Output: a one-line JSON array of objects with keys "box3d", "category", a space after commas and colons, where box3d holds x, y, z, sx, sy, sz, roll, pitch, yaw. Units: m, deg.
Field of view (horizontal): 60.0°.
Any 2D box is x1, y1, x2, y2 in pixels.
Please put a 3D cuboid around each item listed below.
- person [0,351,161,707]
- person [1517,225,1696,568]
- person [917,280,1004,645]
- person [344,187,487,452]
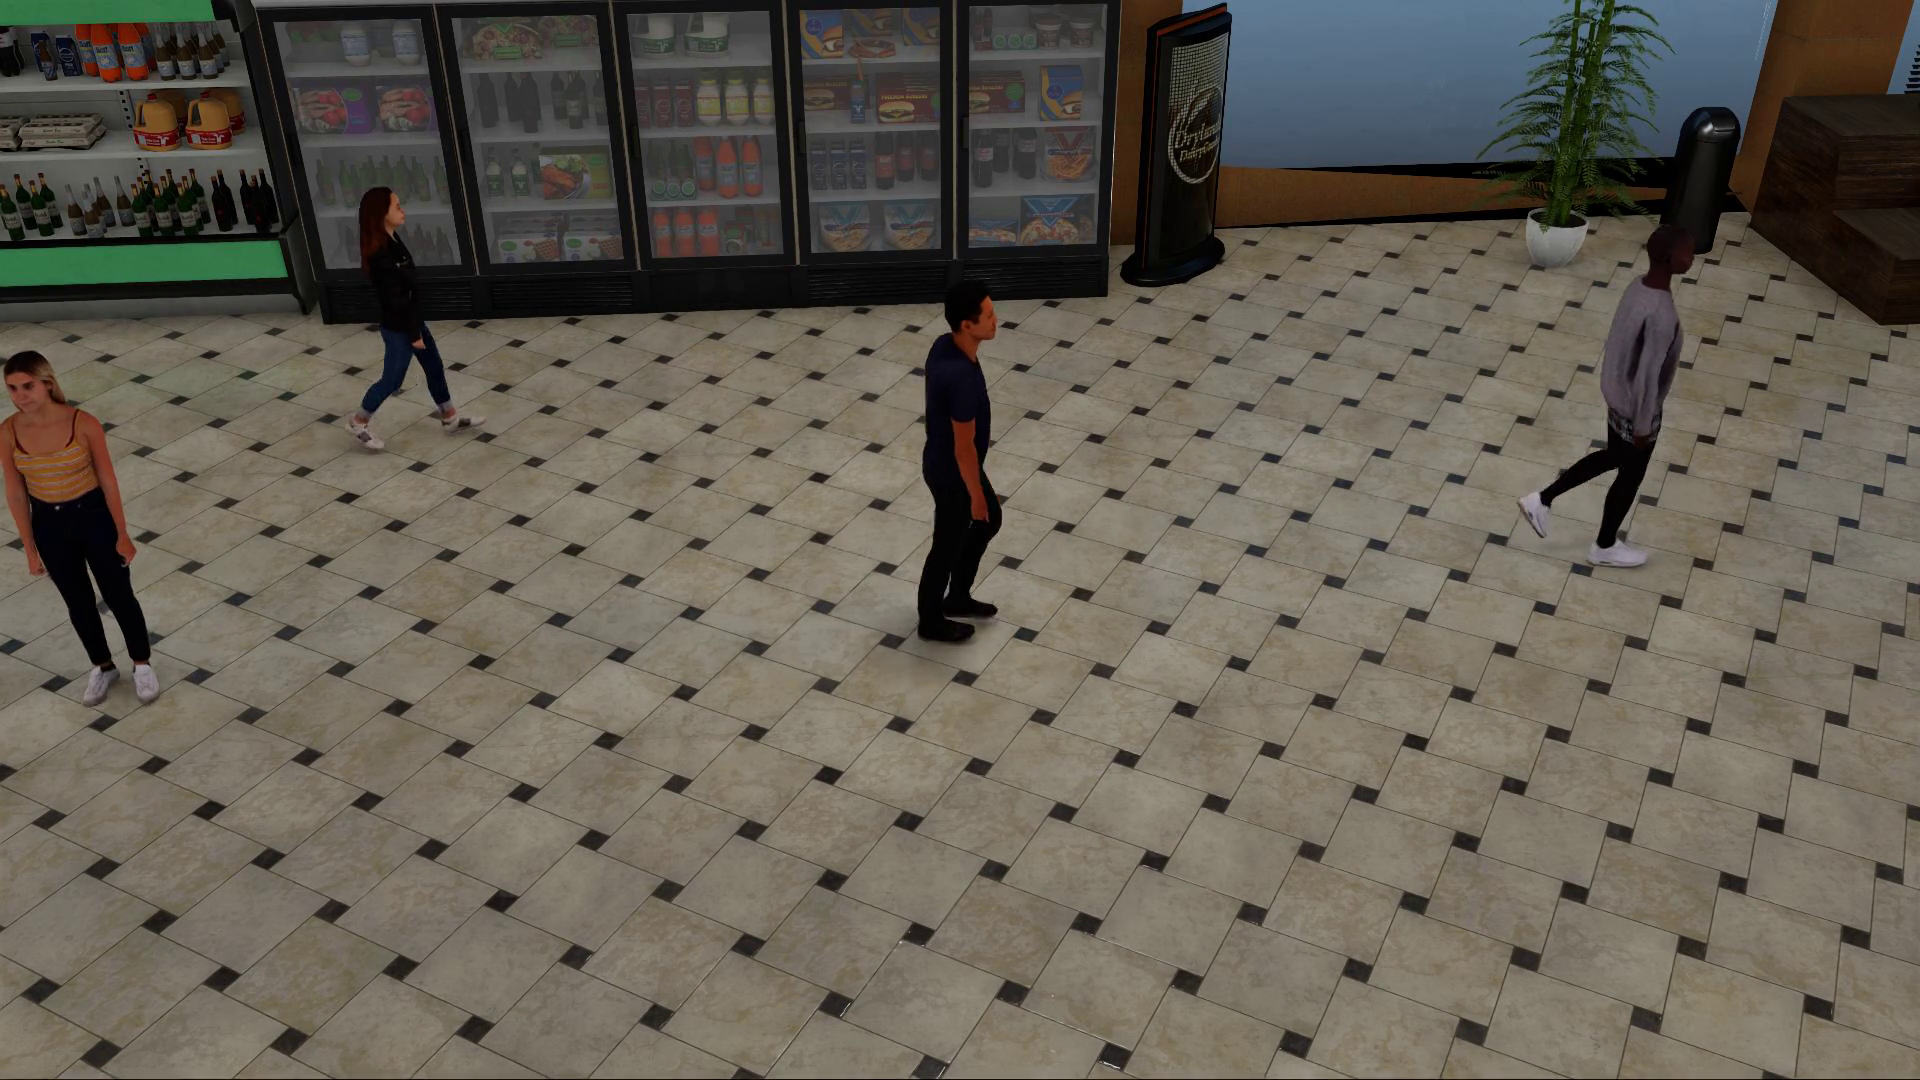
[{"box3d": [-3.718, -0.041, 7.022, 0.515, 1.612, 0.665, -7, 33, -11], "category": "person"}, {"box3d": [3.084, -0.658, 7.872, 0.922, 1.761, 0.691, 2, 32, 3], "category": "person"}, {"box3d": [-0.104, -0.309, 7.296, 0.625, 1.778, 0.670, -1, 32, -2], "category": "person"}, {"box3d": [-3.090, -1.162, 8.972, 0.973, 1.455, 0.604, -4, 32, -7], "category": "person"}]
